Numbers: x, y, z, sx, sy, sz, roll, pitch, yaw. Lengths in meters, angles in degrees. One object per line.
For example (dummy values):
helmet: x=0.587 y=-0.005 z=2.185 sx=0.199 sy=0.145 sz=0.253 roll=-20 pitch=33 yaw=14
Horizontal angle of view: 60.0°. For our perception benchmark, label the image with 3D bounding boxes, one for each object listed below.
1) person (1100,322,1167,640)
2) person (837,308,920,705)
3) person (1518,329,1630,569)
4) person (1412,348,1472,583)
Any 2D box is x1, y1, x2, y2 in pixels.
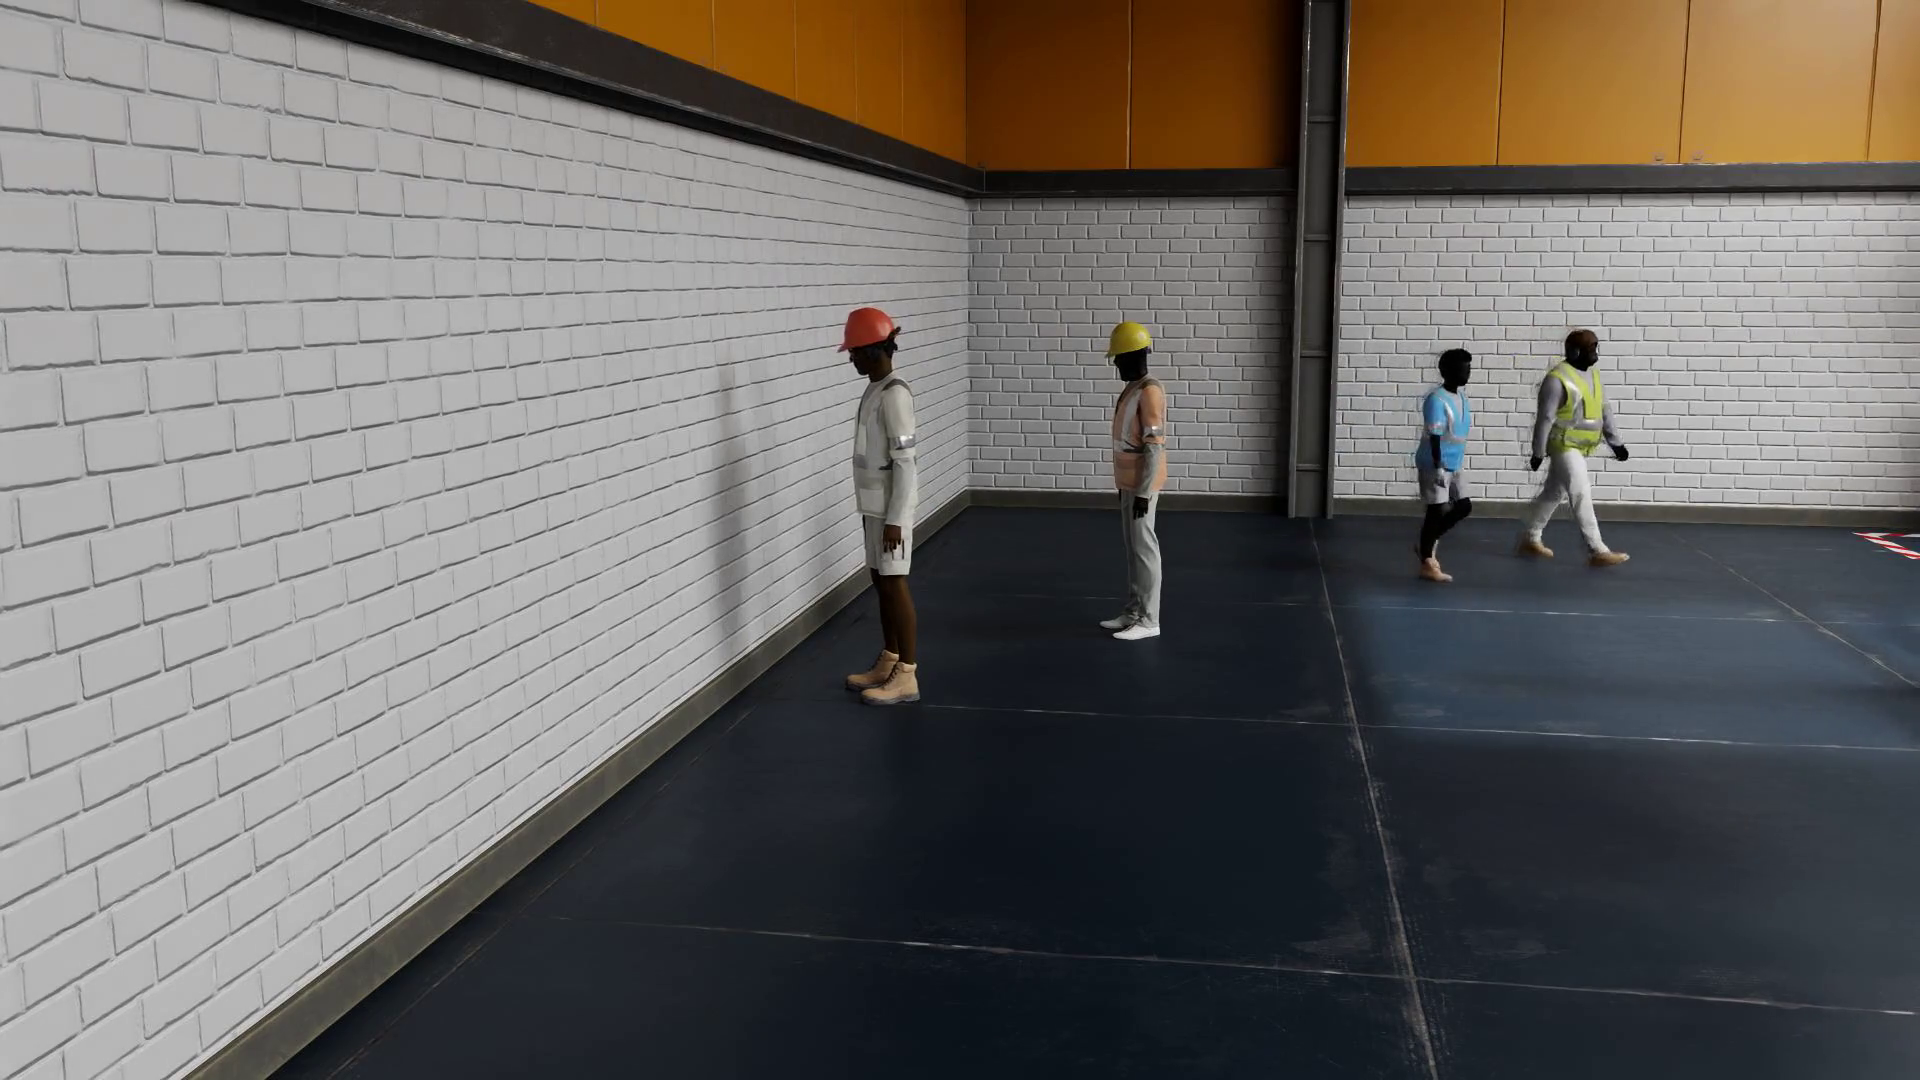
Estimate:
person: x=1.054 y=-0.353 z=10.056 sx=0.381 sy=1.917 sz=0.585 roll=-1 pitch=9 yaw=-6
person: x=-0.422 y=-0.169 z=8.560 sx=0.403 sy=2.032 sz=0.611 roll=-2 pitch=9 yaw=-14
person: x=4.665 y=-0.701 z=12.648 sx=0.621 sy=1.790 sz=0.992 roll=-8 pitch=12 yaw=-42
person: x=3.458 y=-0.531 z=11.882 sx=0.549 sy=1.683 sz=0.367 roll=-9 pitch=13 yaw=-44
